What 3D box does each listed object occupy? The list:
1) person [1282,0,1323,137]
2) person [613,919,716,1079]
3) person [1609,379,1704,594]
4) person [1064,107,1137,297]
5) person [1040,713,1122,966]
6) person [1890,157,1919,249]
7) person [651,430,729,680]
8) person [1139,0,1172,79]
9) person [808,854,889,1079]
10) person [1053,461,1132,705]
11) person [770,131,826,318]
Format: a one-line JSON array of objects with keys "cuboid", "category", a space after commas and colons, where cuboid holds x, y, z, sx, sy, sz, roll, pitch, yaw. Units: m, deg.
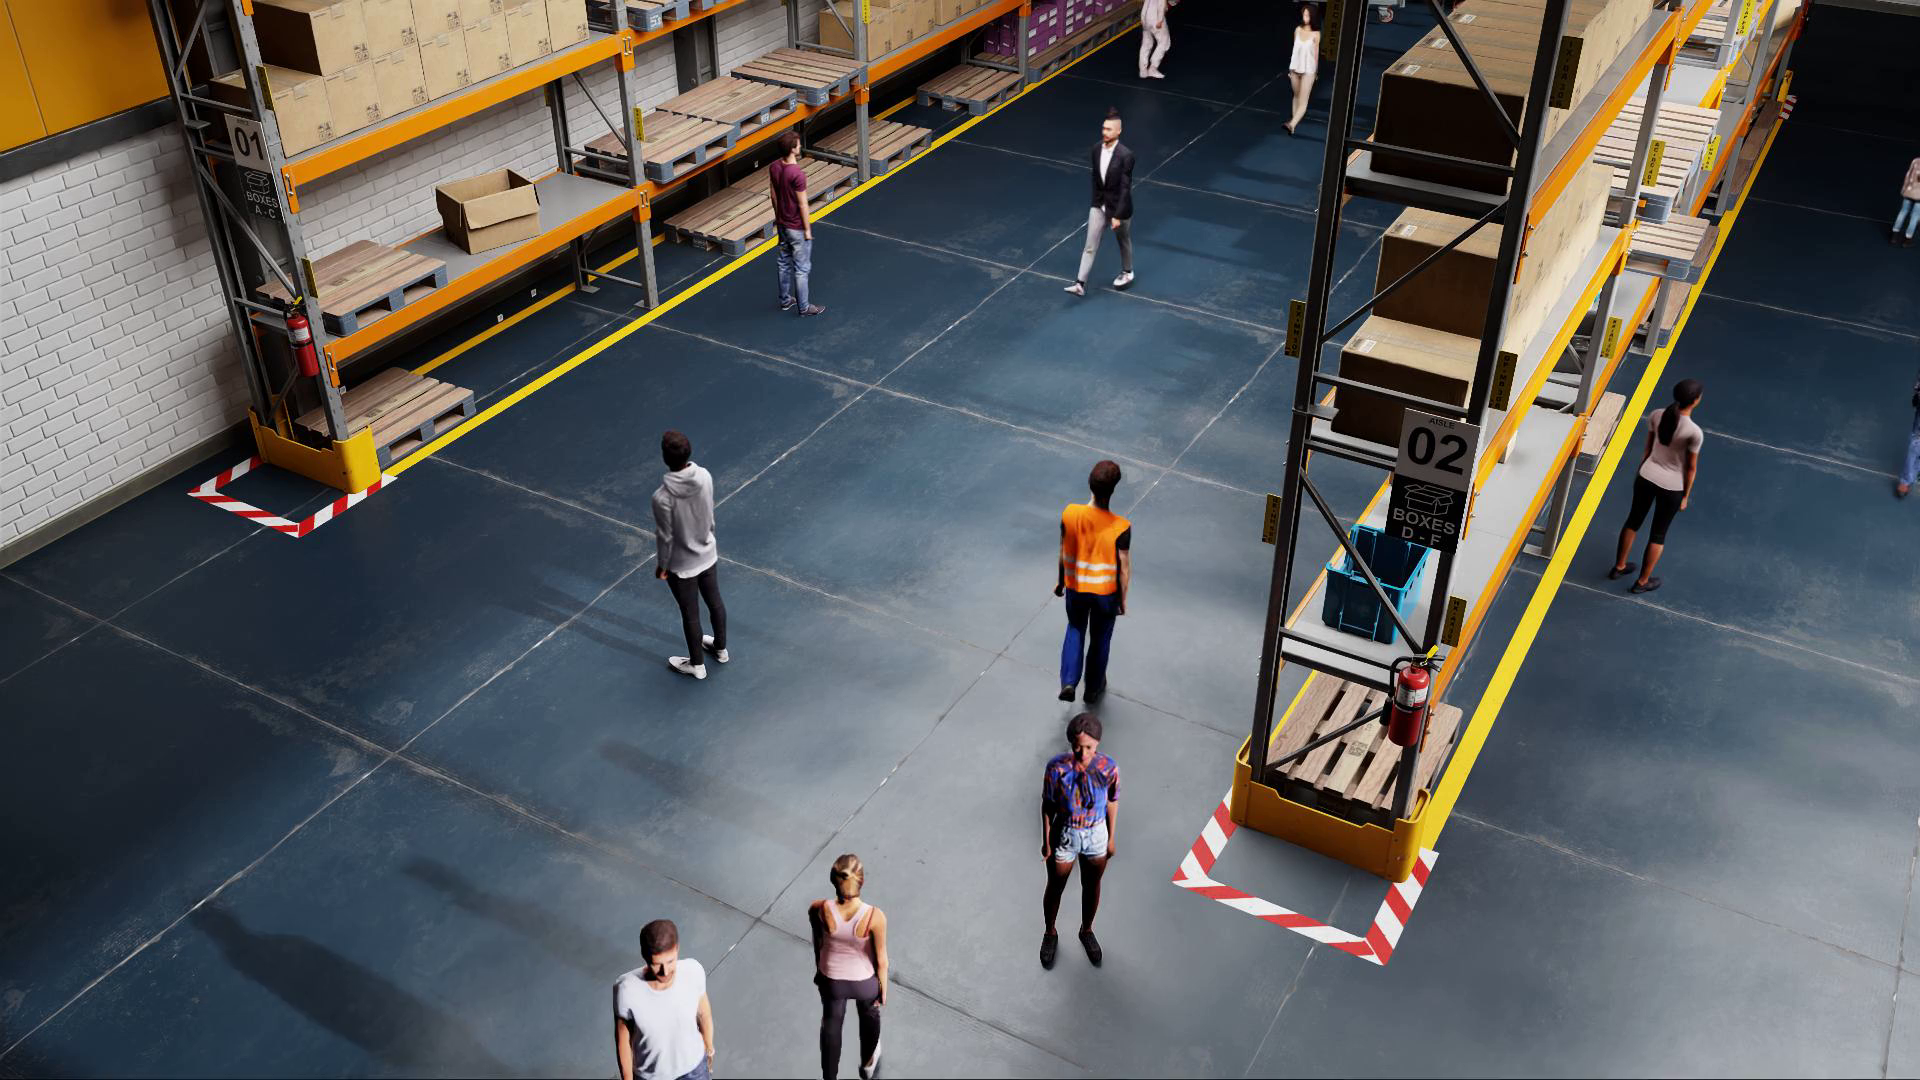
[{"cuboid": [4.150, -5.778, 20.586, 1.007, 1.626, 0.677, 18, 38, 25], "category": "person"}, {"cuboid": [-1.417, 2.467, 7.980, 0.986, 1.850, 1.012, -12, 36, -18], "category": "person"}, {"cuboid": [5.212, -0.411, 12.405, 0.667, 1.744, 0.669, -22, 39, -29], "category": "person"}, {"cuboid": [1.599, -3.390, 16.753, 0.870, 1.892, 1.288, 25, 41, 32], "category": "person"}, {"cuboid": [0.662, 1.668, 9.279, 0.671, 1.743, 0.694, -3, 34, -4], "category": "person"}, {"cuboid": [10.320, -3.748, 17.924, 0.569, 1.193, 0.555, -23, 40, -31], "category": "person"}, {"cuboid": [-1.848, 0.098, 11.473, 0.775, 1.929, 0.584, 25, 41, 32], "category": "person"}, {"cuboid": [2.546, -7.067, 22.485, 0.777, 1.672, 0.748, -16, 37, -22], "category": "person"}, {"cuboid": [-0.582, 2.277, 8.455, 0.760, 1.640, 0.938, 5, 34, 7], "category": "person"}, {"cuboid": [0.857, 0.366, 11.119, 0.742, 1.873, 0.856, 13, 36, 18], "category": "person"}, {"cuboid": [-1.649, -3.118, 16.380, 0.642, 1.853, 0.704, -29, 43, -36], "category": "person"}]
